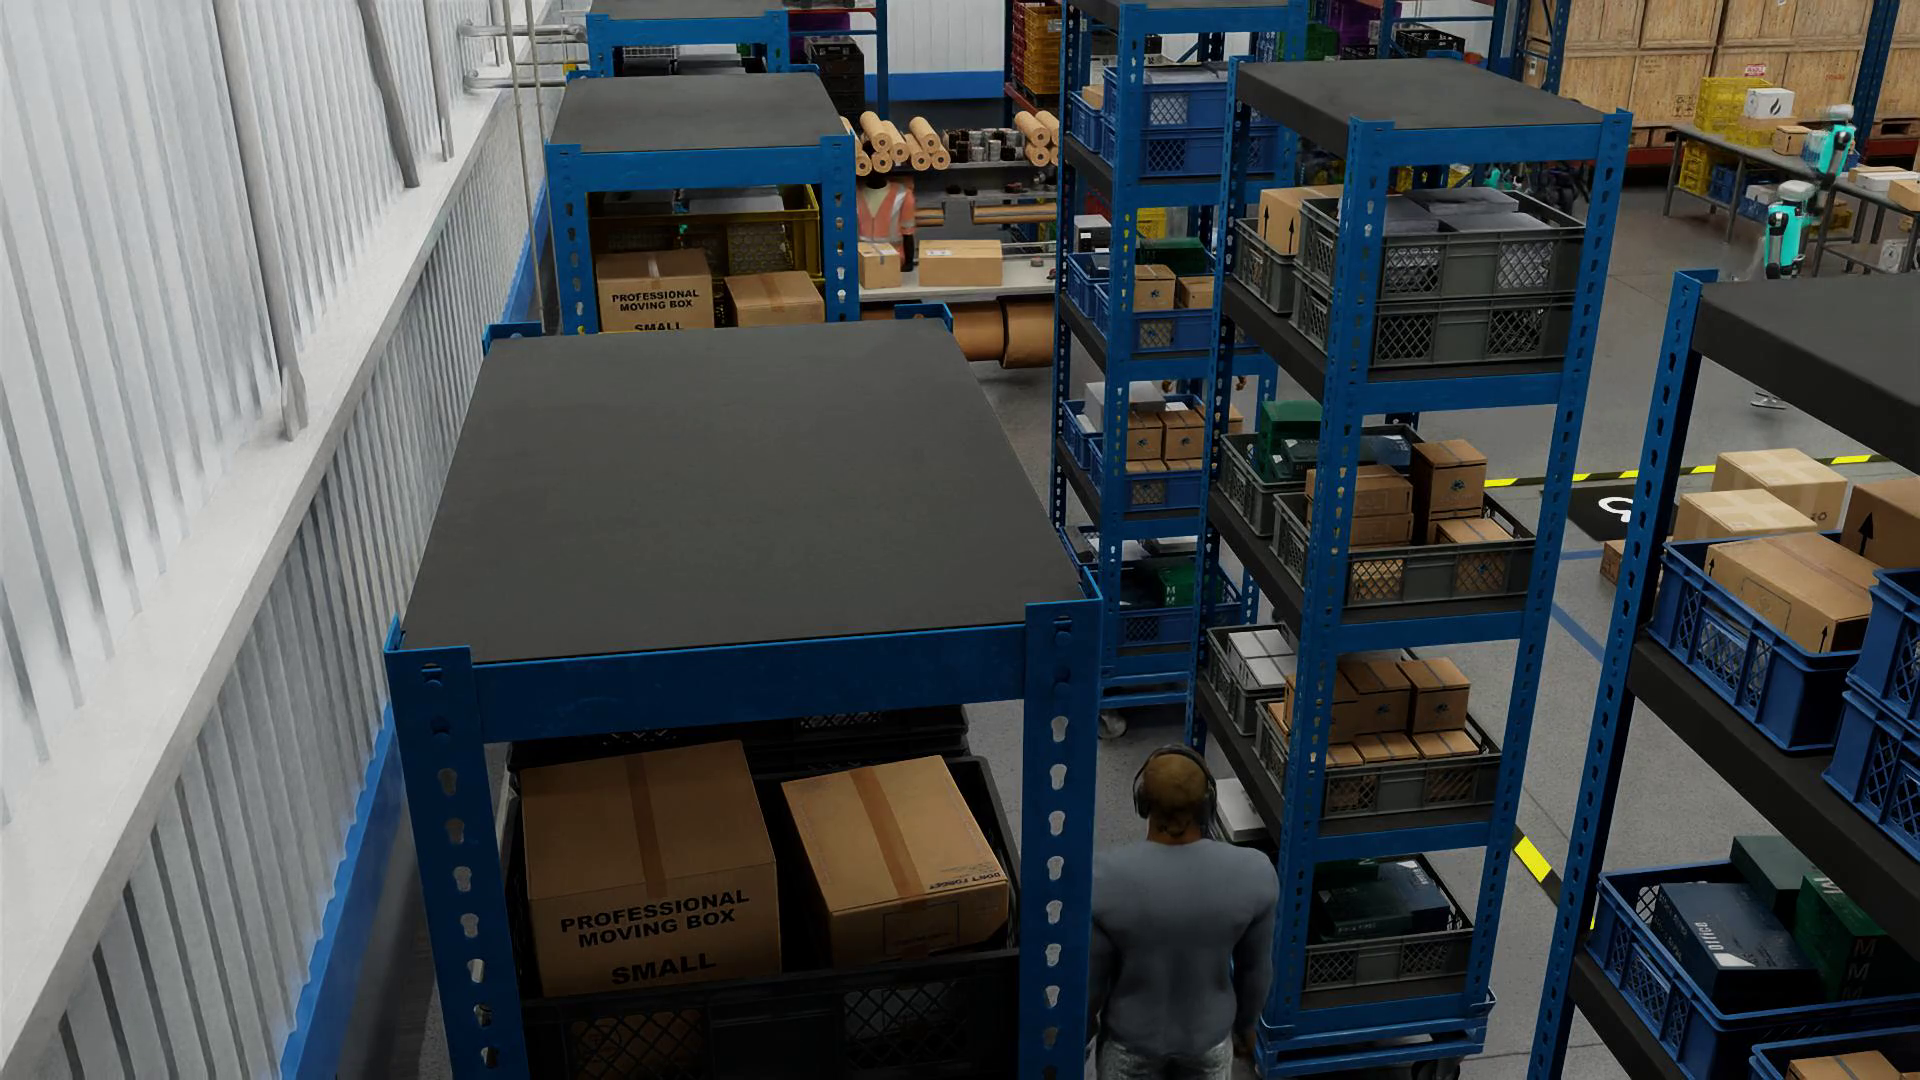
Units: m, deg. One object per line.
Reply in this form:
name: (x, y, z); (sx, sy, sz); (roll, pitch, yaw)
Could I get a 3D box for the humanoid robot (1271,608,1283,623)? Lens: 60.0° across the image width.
humanoid robot: (1.522, 0.623, 7.267); (0.602, 1.647, 0.454); (-6, 25, -12)

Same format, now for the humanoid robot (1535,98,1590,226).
humanoid robot: (5.793, -3.402, 15.998); (0.599, 1.650, 0.338); (-9, 26, -18)

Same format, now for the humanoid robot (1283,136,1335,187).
humanoid robot: (3.008, -2.871, 14.872); (0.607, 1.633, 0.473); (8, 26, 16)

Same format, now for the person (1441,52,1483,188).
person: (5.261, -4.111, 17.327); (0.685, 1.857, 0.676); (4, 25, 8)

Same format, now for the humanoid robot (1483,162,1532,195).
humanoid robot: (5.470, -3.606, 16.496); (0.738, 1.885, 0.554); (-19, 31, -36)

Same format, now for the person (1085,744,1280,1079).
person: (0.625, 1.484, 5.082); (0.627, 1.934, 0.371); (-1, 25, -2)

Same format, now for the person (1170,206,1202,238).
person: (2.298, -3.612, 16.349); (0.629, 1.785, 1.014); (-1, 25, -3)

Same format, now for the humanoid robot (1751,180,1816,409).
humanoid robot: (6.217, -1.772, 12.235); (0.735, 1.676, 0.533); (17, 30, 33)

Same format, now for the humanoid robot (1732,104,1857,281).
humanoid robot: (7.664, -3.108, 15.392); (0.843, 1.857, 0.544); (10, 26, 20)

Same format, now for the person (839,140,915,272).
person: (-0.646, -2.139, 12.928); (0.597, 1.958, 0.365); (4, 25, 9)

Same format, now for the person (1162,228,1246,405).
person: (1.596, -1.123, 10.845); (0.596, 1.850, 0.396); (-4, 25, -10)

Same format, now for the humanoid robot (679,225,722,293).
humanoid robot: (-2.132, -1.959, 12.848); (0.541, 1.835, 0.652); (12, 27, 24)
